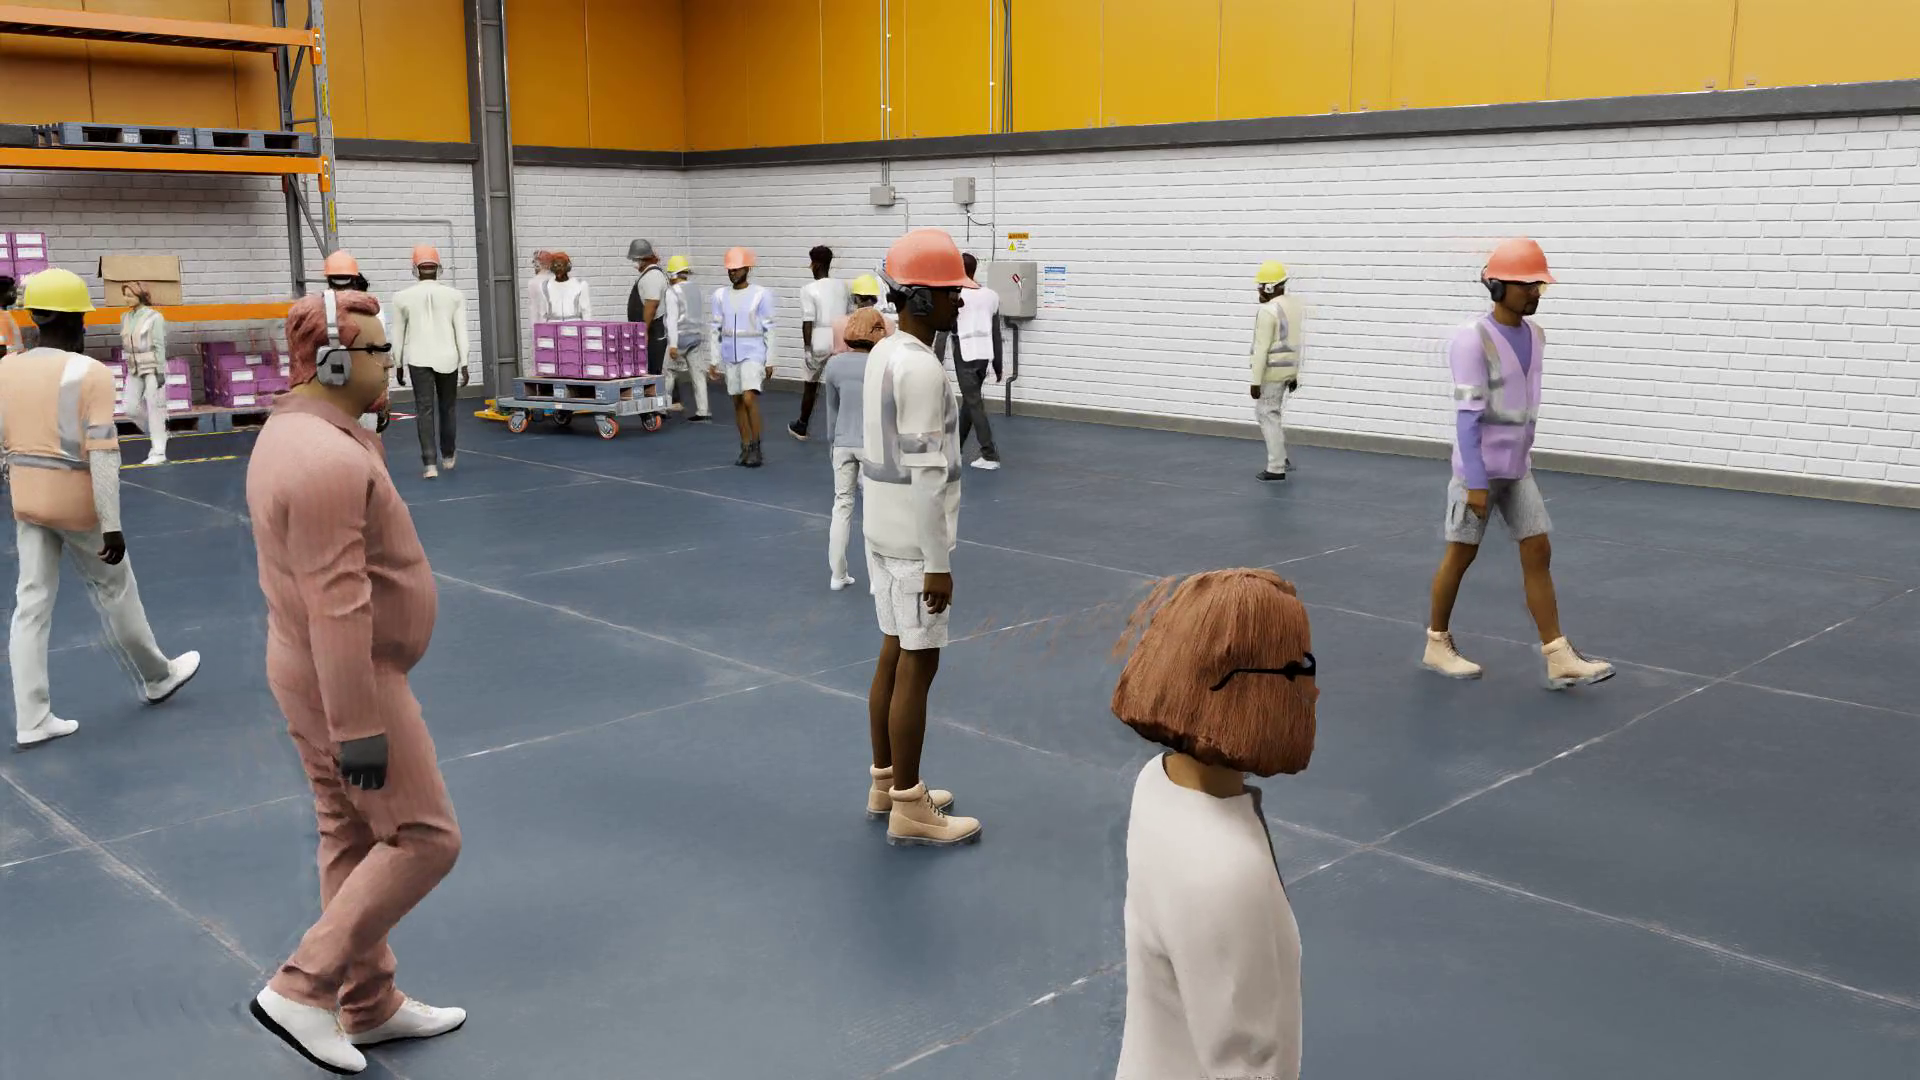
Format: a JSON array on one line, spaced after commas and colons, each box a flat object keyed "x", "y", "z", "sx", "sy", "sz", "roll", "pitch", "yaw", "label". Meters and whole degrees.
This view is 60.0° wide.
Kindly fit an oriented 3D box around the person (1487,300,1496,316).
[{"x": 4.422, "y": -1.343, "z": 13.385, "sx": 0.396, "sy": 1.847, "sz": 0.567, "roll": 5, "pitch": 12, "yaw": 26, "label": "person"}]

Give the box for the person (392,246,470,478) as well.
[{"x": -4.482, "y": -1.510, "z": 14.096, "sx": 0.620, "sy": 1.933, "sz": 1.063, "roll": -4, "pitch": 11, "yaw": -19, "label": "person"}]

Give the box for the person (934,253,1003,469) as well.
[{"x": 0.045, "y": -1.585, "z": 14.674, "sx": 0.613, "sy": 1.858, "sz": 1.012, "roll": -8, "pitch": 13, "yaw": -38, "label": "person"}]

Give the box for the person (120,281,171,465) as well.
[{"x": -7.201, "y": -1.473, "z": 14.716, "sx": 0.516, "sy": 1.627, "sz": 0.377, "roll": 4, "pitch": 11, "yaw": 21, "label": "person"}]

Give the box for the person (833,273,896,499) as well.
[{"x": -0.760, "y": -1.208, "z": 12.976, "sx": 0.522, "sy": 1.742, "sz": 0.781, "roll": -5, "pitch": 11, "yaw": -25, "label": "person"}]

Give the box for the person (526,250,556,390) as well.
[{"x": -4.723, "y": -2.390, "z": 19.089, "sx": 0.965, "sy": 1.858, "sz": 0.635, "roll": 9, "pitch": 14, "yaw": 40, "label": "person"}]

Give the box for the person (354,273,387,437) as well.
[{"x": -5.565, "y": -1.641, "z": 15.454, "sx": 0.537, "sy": 1.686, "sz": 0.363, "roll": 1, "pitch": 10, "yaw": 6, "label": "person"}]

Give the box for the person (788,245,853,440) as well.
[{"x": -1.322, "y": -1.894, "z": 16.199, "sx": 0.606, "sy": 1.914, "sz": 1.007, "roll": -7, "pitch": 12, "yaw": -32, "label": "person"}]

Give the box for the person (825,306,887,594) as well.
[{"x": -0.551, "y": -0.508, "z": 9.450, "sx": 0.497, "sy": 1.627, "sz": 0.284, "roll": 6, "pitch": 12, "yaw": 29, "label": "person"}]

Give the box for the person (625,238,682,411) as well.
[{"x": -3.501, "y": -2.475, "z": 19.040, "sx": 0.634, "sy": 2.000, "sz": 0.717, "roll": -3, "pitch": 11, "yaw": -14, "label": "person"}]

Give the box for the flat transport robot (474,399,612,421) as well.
[{"x": -4.596, "y": -1.488, "z": 18.486, "sx": 0.652, "sy": 0.197, "sz": 1.431, "roll": 10, "pitch": 14, "yaw": 42, "label": "flat transport robot"}]

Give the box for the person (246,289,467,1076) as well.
[{"x": -1.445, "y": 0.355, "z": 3.992, "sx": 0.427, "sy": 1.895, "sz": 0.667, "roll": -5, "pitch": 12, "yaw": -27, "label": "person"}]

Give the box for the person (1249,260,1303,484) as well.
[{"x": 2.537, "y": -1.357, "z": 13.552, "sx": 0.443, "sy": 1.813, "sz": 0.628, "roll": 7, "pitch": 13, "yaw": 35, "label": "person"}]

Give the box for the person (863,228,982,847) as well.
[{"x": -0.125, "y": -0.005, "z": 5.565, "sx": 0.386, "sy": 2.041, "sz": 0.615, "roll": -3, "pitch": 11, "yaw": -15, "label": "person"}]

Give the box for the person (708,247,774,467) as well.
[{"x": -1.920, "y": -1.581, "z": 14.499, "sx": 0.547, "sy": 1.916, "sz": 0.584, "roll": 3, "pitch": 11, "yaw": 18, "label": "person"}]

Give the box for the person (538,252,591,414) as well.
[{"x": -4.393, "y": -2.273, "z": 18.535, "sx": 0.577, "sy": 1.840, "sz": 0.969, "roll": -1, "pitch": 10, "yaw": -6, "label": "person"}]

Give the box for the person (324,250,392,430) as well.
[{"x": -4.220, "y": -1.026, "z": 11.485, "sx": 0.546, "sy": 1.923, "sz": 0.476, "roll": -2, "pitch": 11, "yaw": -11, "label": "person"}]

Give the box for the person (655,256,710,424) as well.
[{"x": -3.064, "y": -2.153, "z": 17.950, "sx": 0.854, "sy": 1.793, "sz": 0.619, "roll": 6, "pitch": 12, "yaw": 30, "label": "person"}]

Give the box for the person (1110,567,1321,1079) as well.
[{"x": 0.268, "y": 0.824, "z": 2.202, "sx": 0.702, "sy": 1.609, "sz": 0.501, "roll": 1, "pitch": 10, "yaw": 5, "label": "person"}]

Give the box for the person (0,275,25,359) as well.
[{"x": -8.606, "y": -1.527, "z": 14.877, "sx": 0.622, "sy": 1.675, "sz": 0.541, "roll": -6, "pitch": 12, "yaw": -28, "label": "person"}]

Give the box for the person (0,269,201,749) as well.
[{"x": -3.598, "y": -0.155, "z": 6.818, "sx": 0.612, "sy": 1.876, "sz": 0.954, "roll": 2, "pitch": 11, "yaw": 12, "label": "person"}]

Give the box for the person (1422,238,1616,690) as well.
[{"x": 2.477, "y": -0.311, "z": 7.348, "sx": 0.627, "sy": 1.999, "sz": 0.955, "roll": -7, "pitch": 13, "yaw": -34, "label": "person"}]

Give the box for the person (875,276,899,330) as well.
[{"x": -0.728, "y": -2.367, "z": 18.904, "sx": 0.591, "sy": 1.882, "sz": 0.366, "roll": -9, "pitch": 14, "yaw": -40, "label": "person"}]
